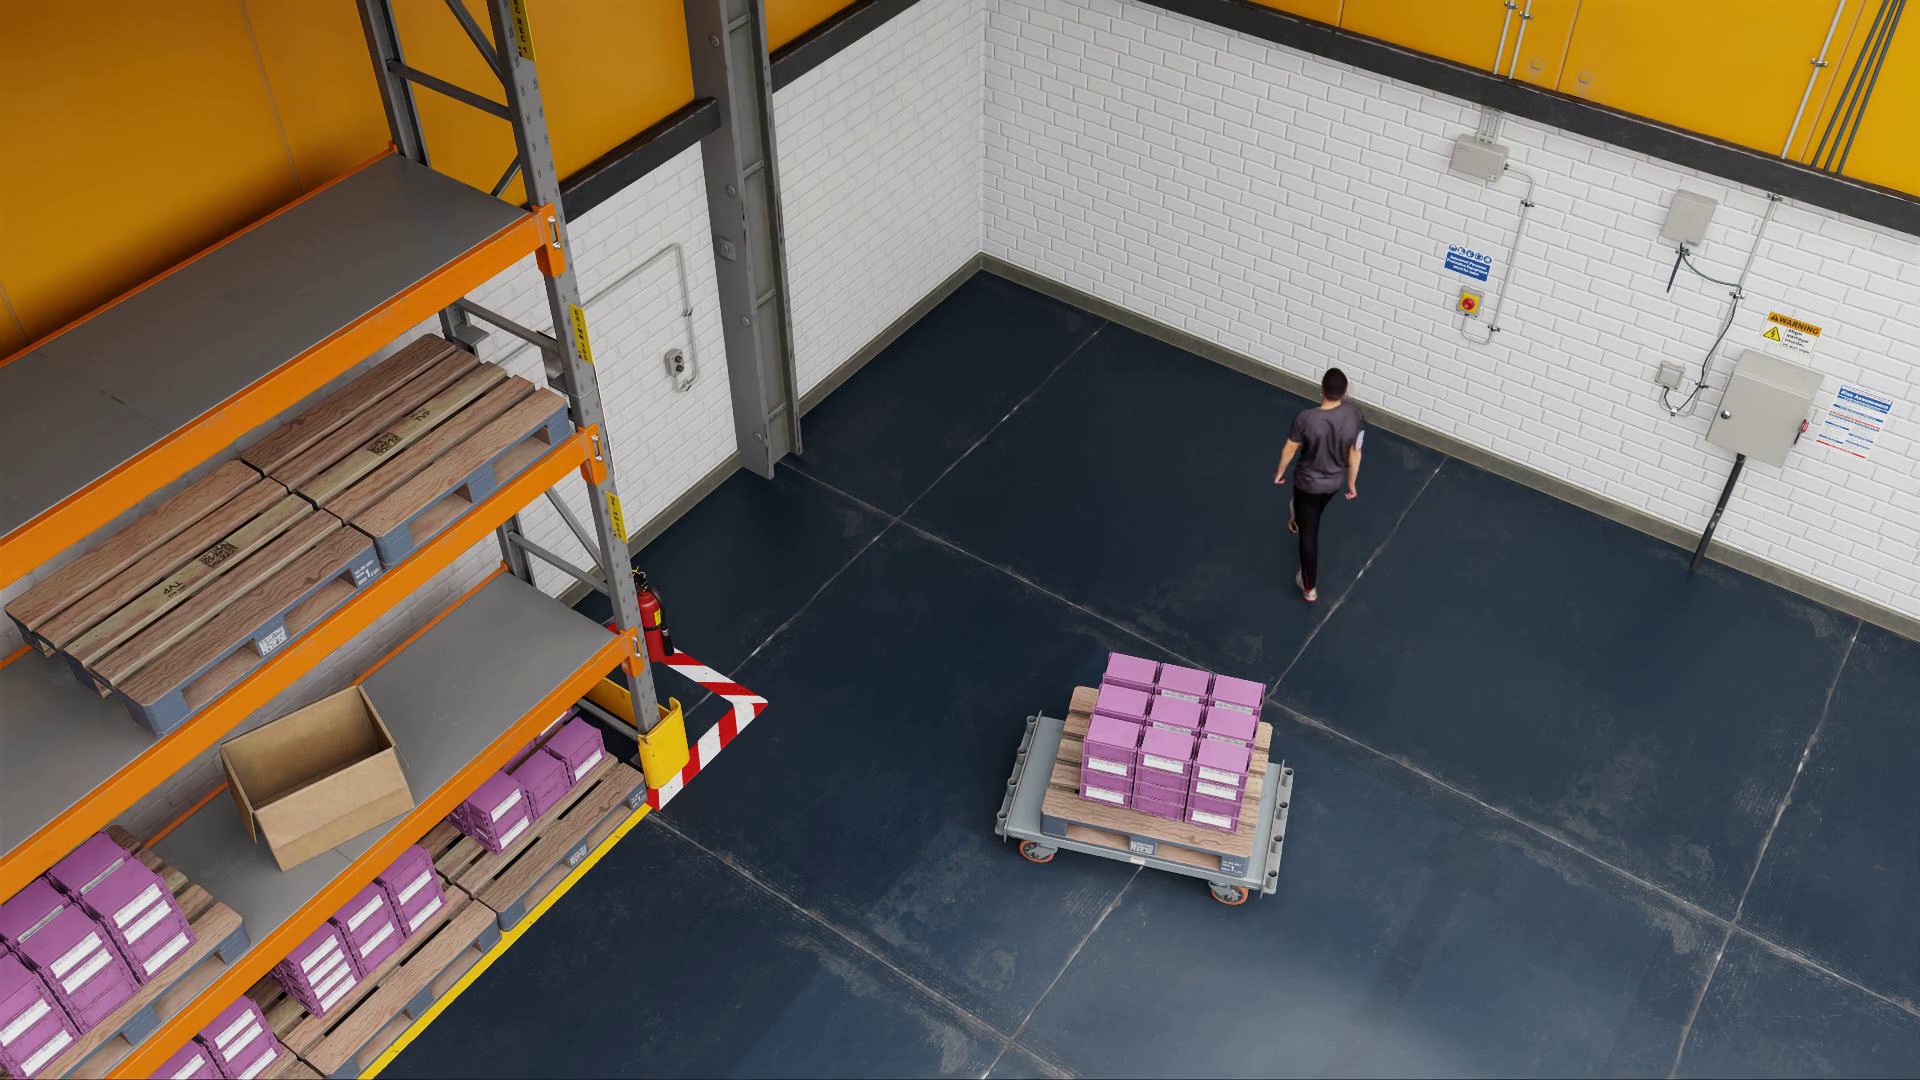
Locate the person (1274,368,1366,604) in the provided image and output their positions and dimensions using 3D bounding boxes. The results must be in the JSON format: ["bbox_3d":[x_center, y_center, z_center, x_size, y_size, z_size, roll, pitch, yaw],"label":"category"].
[{"bbox_3d":[2.387,-0.324,11.009,1.121,1.719,1.211,-5,44,-5],"label":"person"}]
